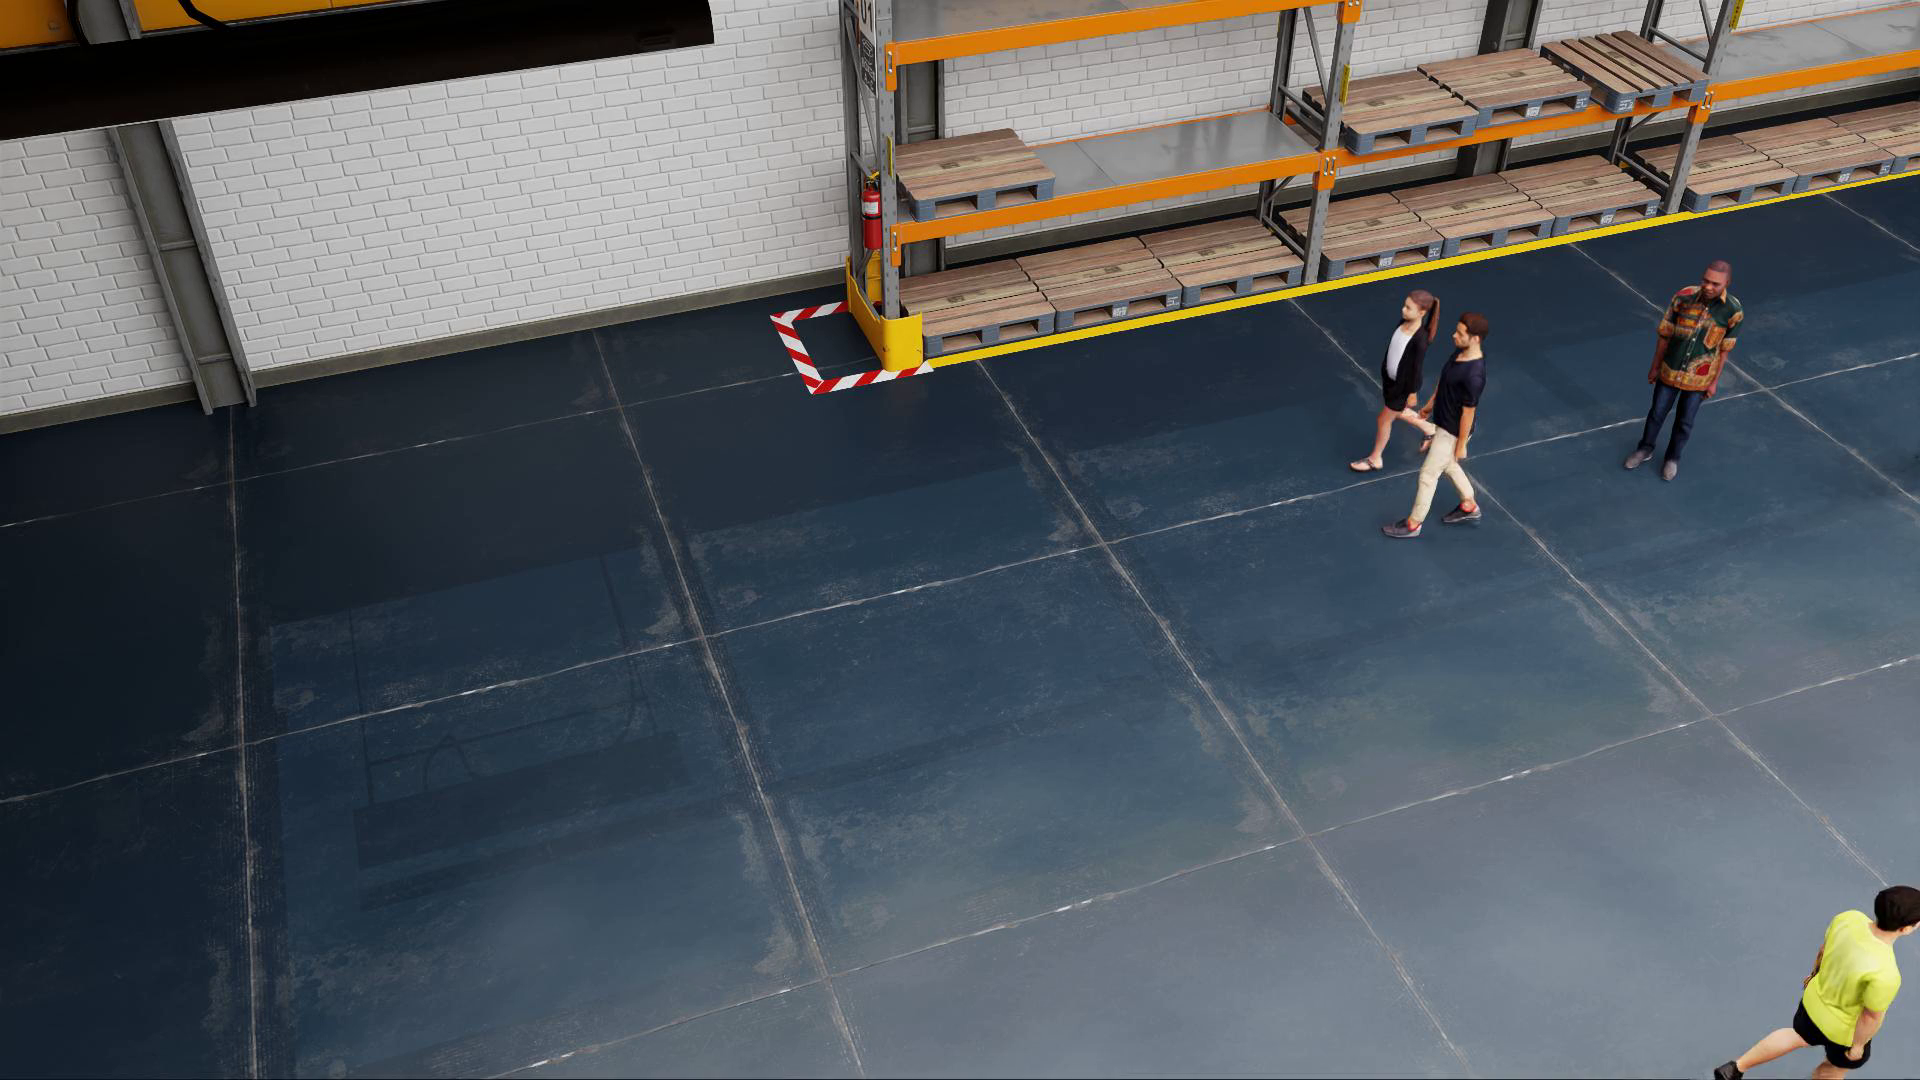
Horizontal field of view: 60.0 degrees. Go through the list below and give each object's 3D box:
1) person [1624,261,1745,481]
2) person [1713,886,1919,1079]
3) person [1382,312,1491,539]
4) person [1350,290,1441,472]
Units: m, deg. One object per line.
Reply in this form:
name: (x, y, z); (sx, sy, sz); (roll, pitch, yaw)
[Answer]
person: (5.426, -1.278, 12.395); (0.826, 1.806, 0.864); (22, 44, 25)
person: (4.184, 2.274, 8.043); (1.003, 1.687, 0.755); (-4, 39, -5)
person: (3.561, -0.810, 11.787); (1.075, 1.833, 0.907); (3, 39, 4)
person: (3.401, -1.203, 12.517); (0.996, 1.538, 0.635); (-7, 39, -9)
